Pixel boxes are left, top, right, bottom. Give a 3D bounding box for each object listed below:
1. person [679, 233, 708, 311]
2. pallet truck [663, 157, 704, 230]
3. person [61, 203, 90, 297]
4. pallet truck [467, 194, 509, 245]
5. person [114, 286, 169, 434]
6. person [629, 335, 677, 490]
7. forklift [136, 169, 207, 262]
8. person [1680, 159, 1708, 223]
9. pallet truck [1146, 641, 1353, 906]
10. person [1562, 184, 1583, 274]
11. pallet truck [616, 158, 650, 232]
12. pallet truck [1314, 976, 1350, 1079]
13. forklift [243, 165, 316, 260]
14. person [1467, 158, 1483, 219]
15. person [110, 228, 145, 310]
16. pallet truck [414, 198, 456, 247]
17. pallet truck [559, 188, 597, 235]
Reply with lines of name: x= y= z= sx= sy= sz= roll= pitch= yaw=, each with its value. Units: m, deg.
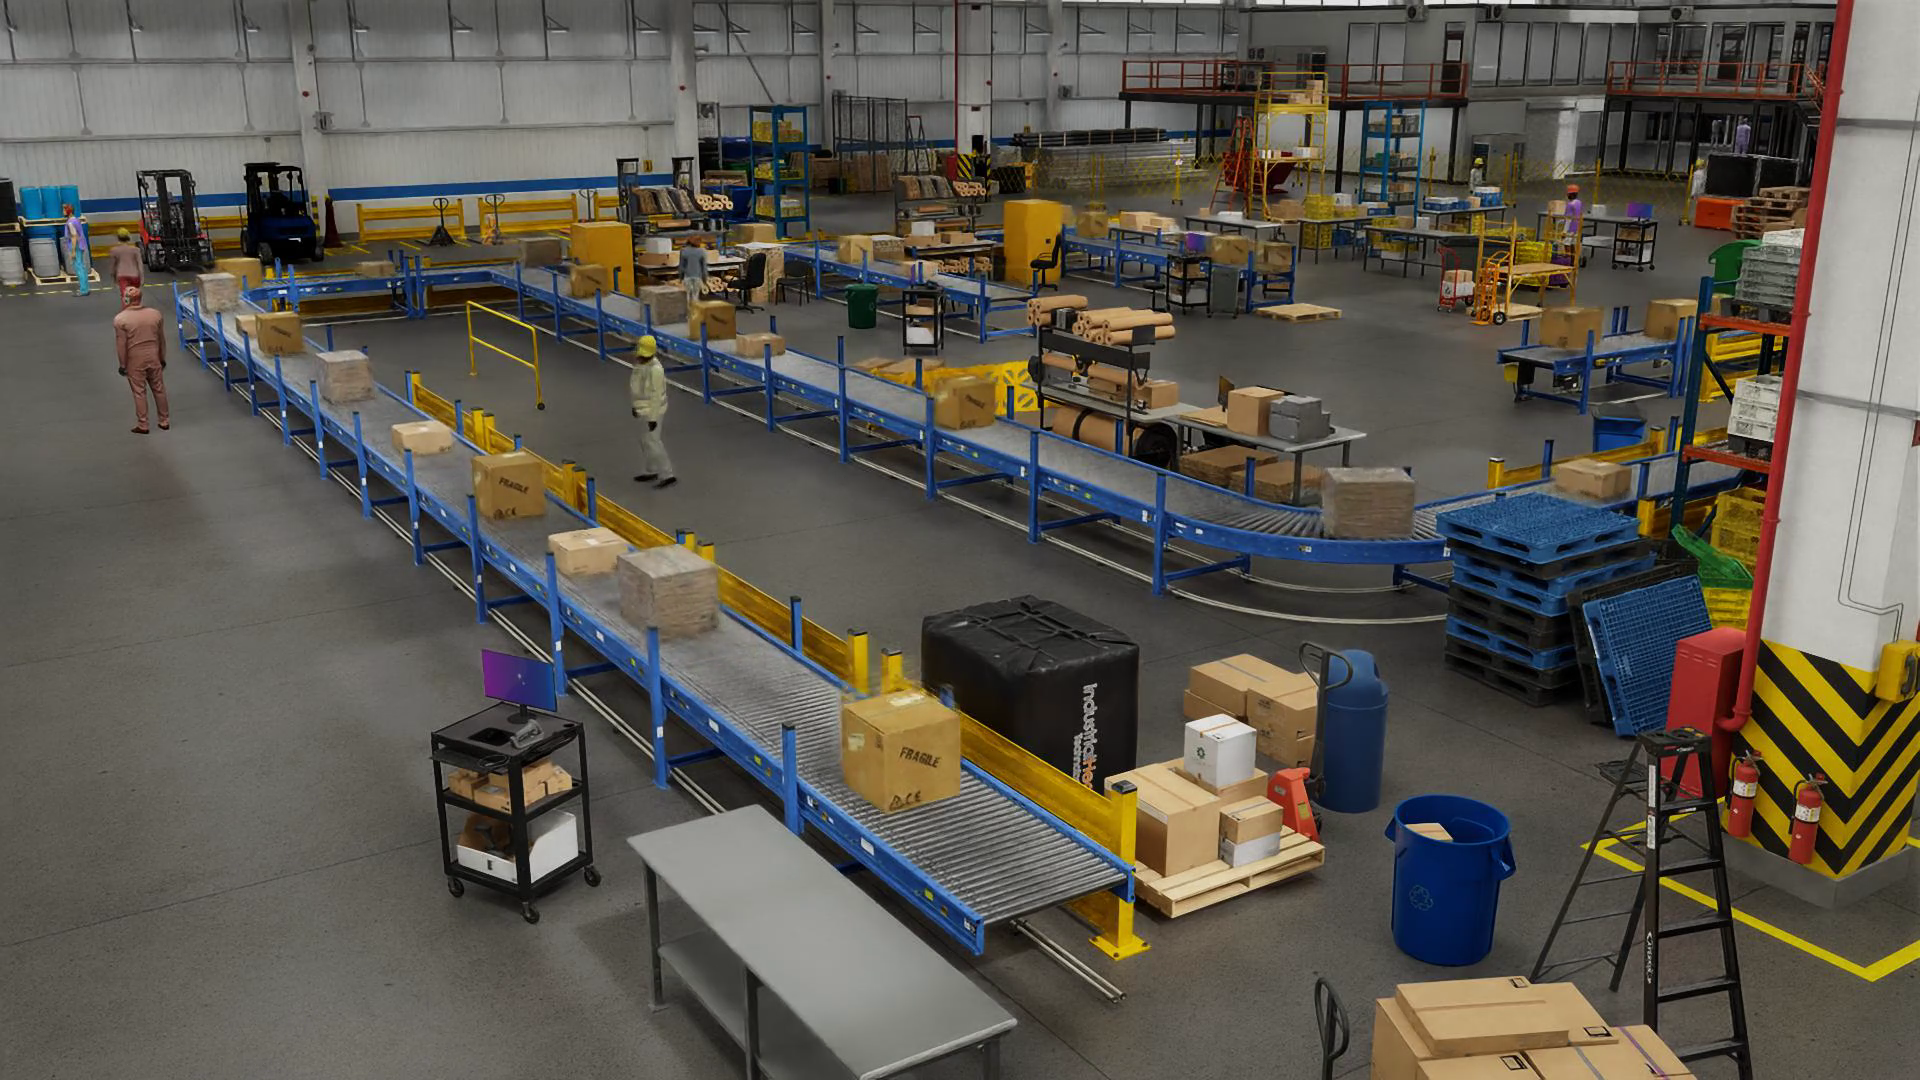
person: x=-4.854 y=-4.795 z=30.349 sx=0.528 sy=1.606 sz=0.342 roll=0 pitch=17 yaw=-1
pallet truck: x=-7.586 y=-9.308 z=44.692 sx=0.823 sy=1.965 sz=1.885 roll=-11 pitch=20 yaw=-33
person: x=-17.688 y=-5.808 z=33.303 sx=0.376 sy=1.844 sz=0.569 roll=-6 pitch=18 yaw=-18
pallet truck: x=-11.983 y=-8.177 z=42.137 sx=0.704 sy=1.261 sz=1.522 roll=-11 pitch=20 yaw=-33
person: x=-10.668 y=-2.348 z=21.680 sx=0.409 sy=1.913 sz=0.651 roll=12 pitch=20 yaw=34
person: x=-3.561 y=-1.484 z=19.030 sx=0.408 sy=1.786 sz=0.649 roll=-8 pitch=18 yaw=-24
forklift: x=-17.842 y=-7.318 z=37.559 sx=1.157 sy=1.987 sz=2.680 roll=-10 pitch=20 yaw=-31
person: x=20.645 y=-9.748 z=46.503 sx=0.599 sy=1.794 sz=0.919 roll=-8 pitch=18 yaw=-24
pallet truck: x=1.664 y=1.407 z=10.232 sx=1.630 sy=1.274 sz=0.653 roll=-10 pitch=20 yaw=-31
person: x=13.389 y=-6.820 z=36.510 sx=0.354 sy=1.942 sz=0.545 roll=16 pitch=23 yaw=42
pallet truck: x=-8.918 y=-9.176 z=44.255 sx=0.823 sy=1.965 sz=1.885 roll=-9 pitch=19 yaw=-27
pallet truck: x=2.299 y=2.390 z=7.086 sx=1.601 sy=1.201 sz=0.680 roll=-2 pitch=17 yaw=-7
forklift: x=-15.898 y=-7.669 z=38.708 sx=1.157 sy=1.987 sz=2.680 roll=-11 pitch=20 yaw=-33
person: x=14.789 y=-10.064 z=47.661 sx=0.484 sy=1.736 sz=0.323 roll=-14 pitch=22 yaw=-39
person: x=-15.016 y=-4.754 z=30.011 sx=0.536 sy=1.722 sz=0.898 roll=-6 pitch=18 yaw=-19
pallet truck: x=-13.250 y=-8.060 z=41.856 sx=0.680 sy=1.201 sz=1.601 roll=-10 pitch=20 yaw=-31
pallet truck: x=-10.010 y=-8.652 z=43.699 sx=0.653 sy=1.274 sz=1.630 roll=-10 pitch=20 yaw=-31
